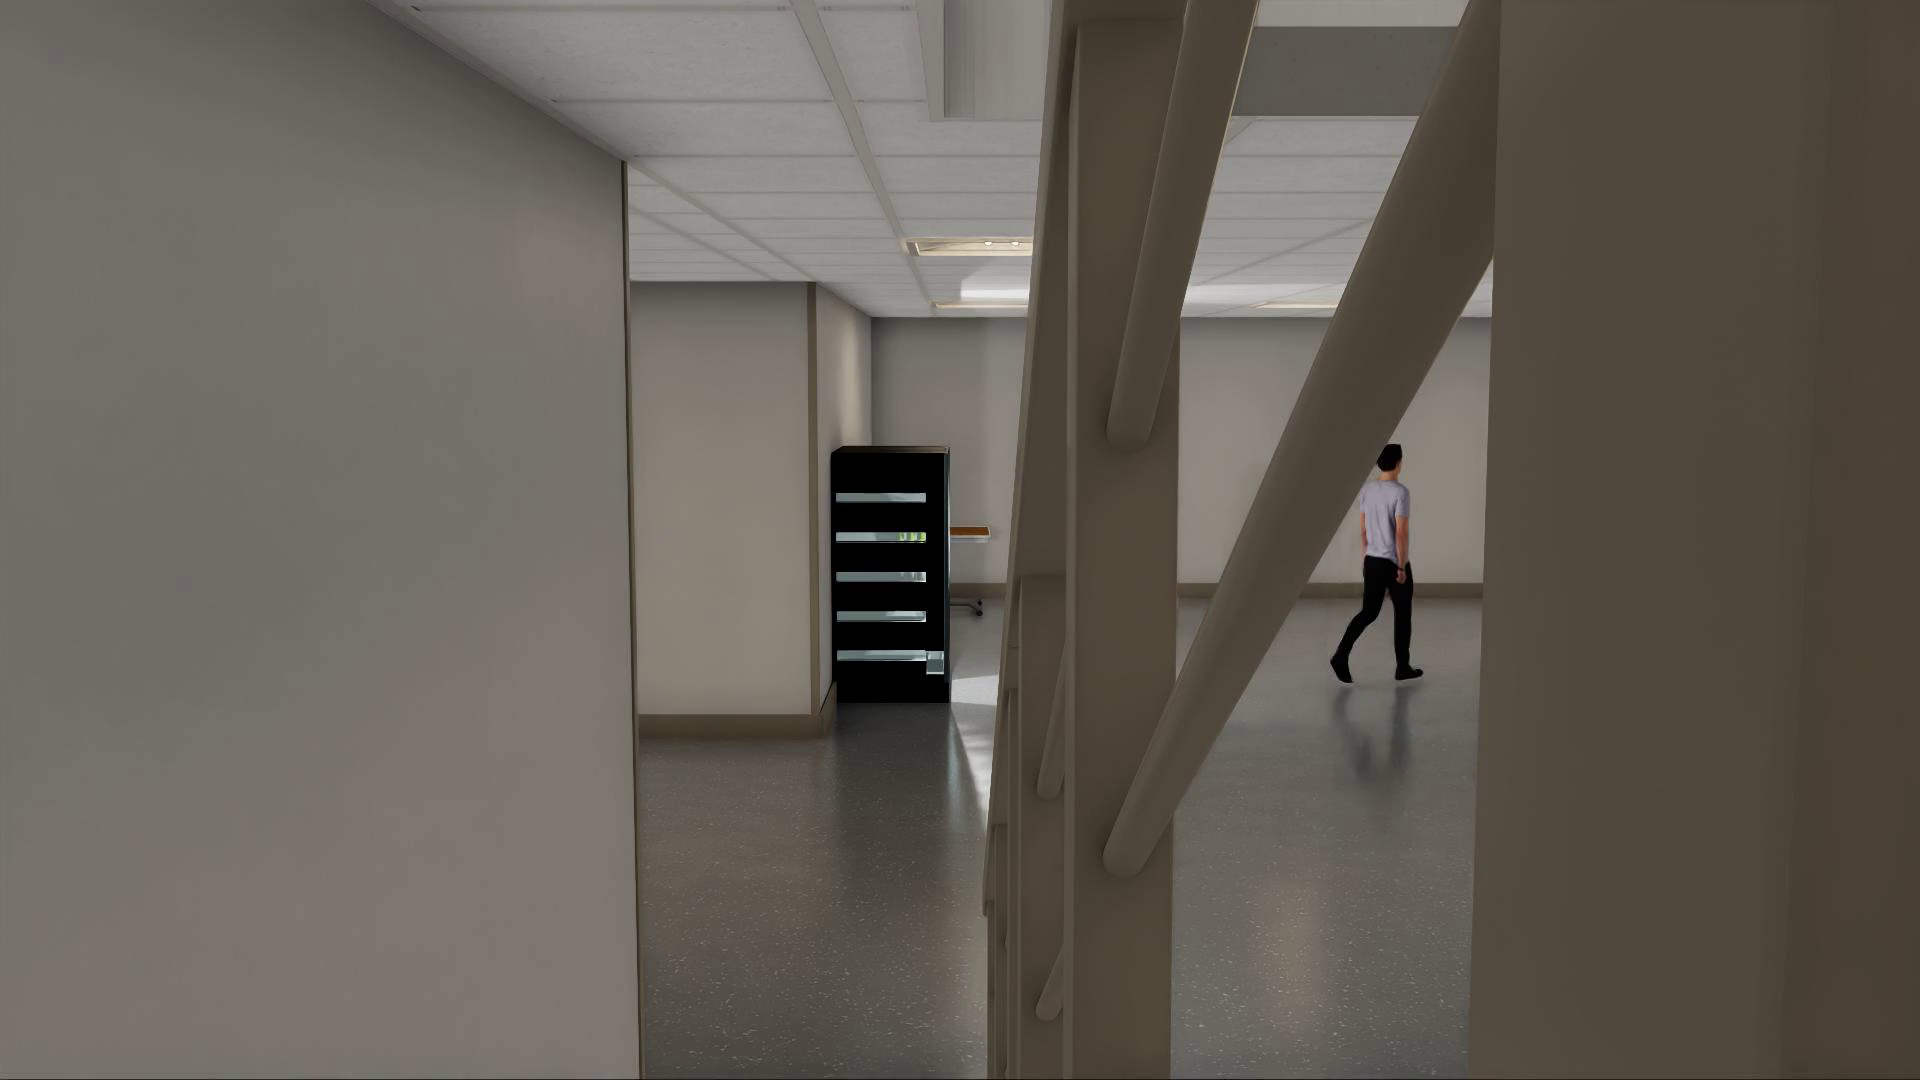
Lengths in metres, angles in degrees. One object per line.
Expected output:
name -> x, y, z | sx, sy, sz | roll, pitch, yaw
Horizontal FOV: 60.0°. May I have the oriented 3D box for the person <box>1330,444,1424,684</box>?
person -> 3.200, 0.202, 12.788 | 1.128, 1.843, 1.187 | -4, 7, -34
